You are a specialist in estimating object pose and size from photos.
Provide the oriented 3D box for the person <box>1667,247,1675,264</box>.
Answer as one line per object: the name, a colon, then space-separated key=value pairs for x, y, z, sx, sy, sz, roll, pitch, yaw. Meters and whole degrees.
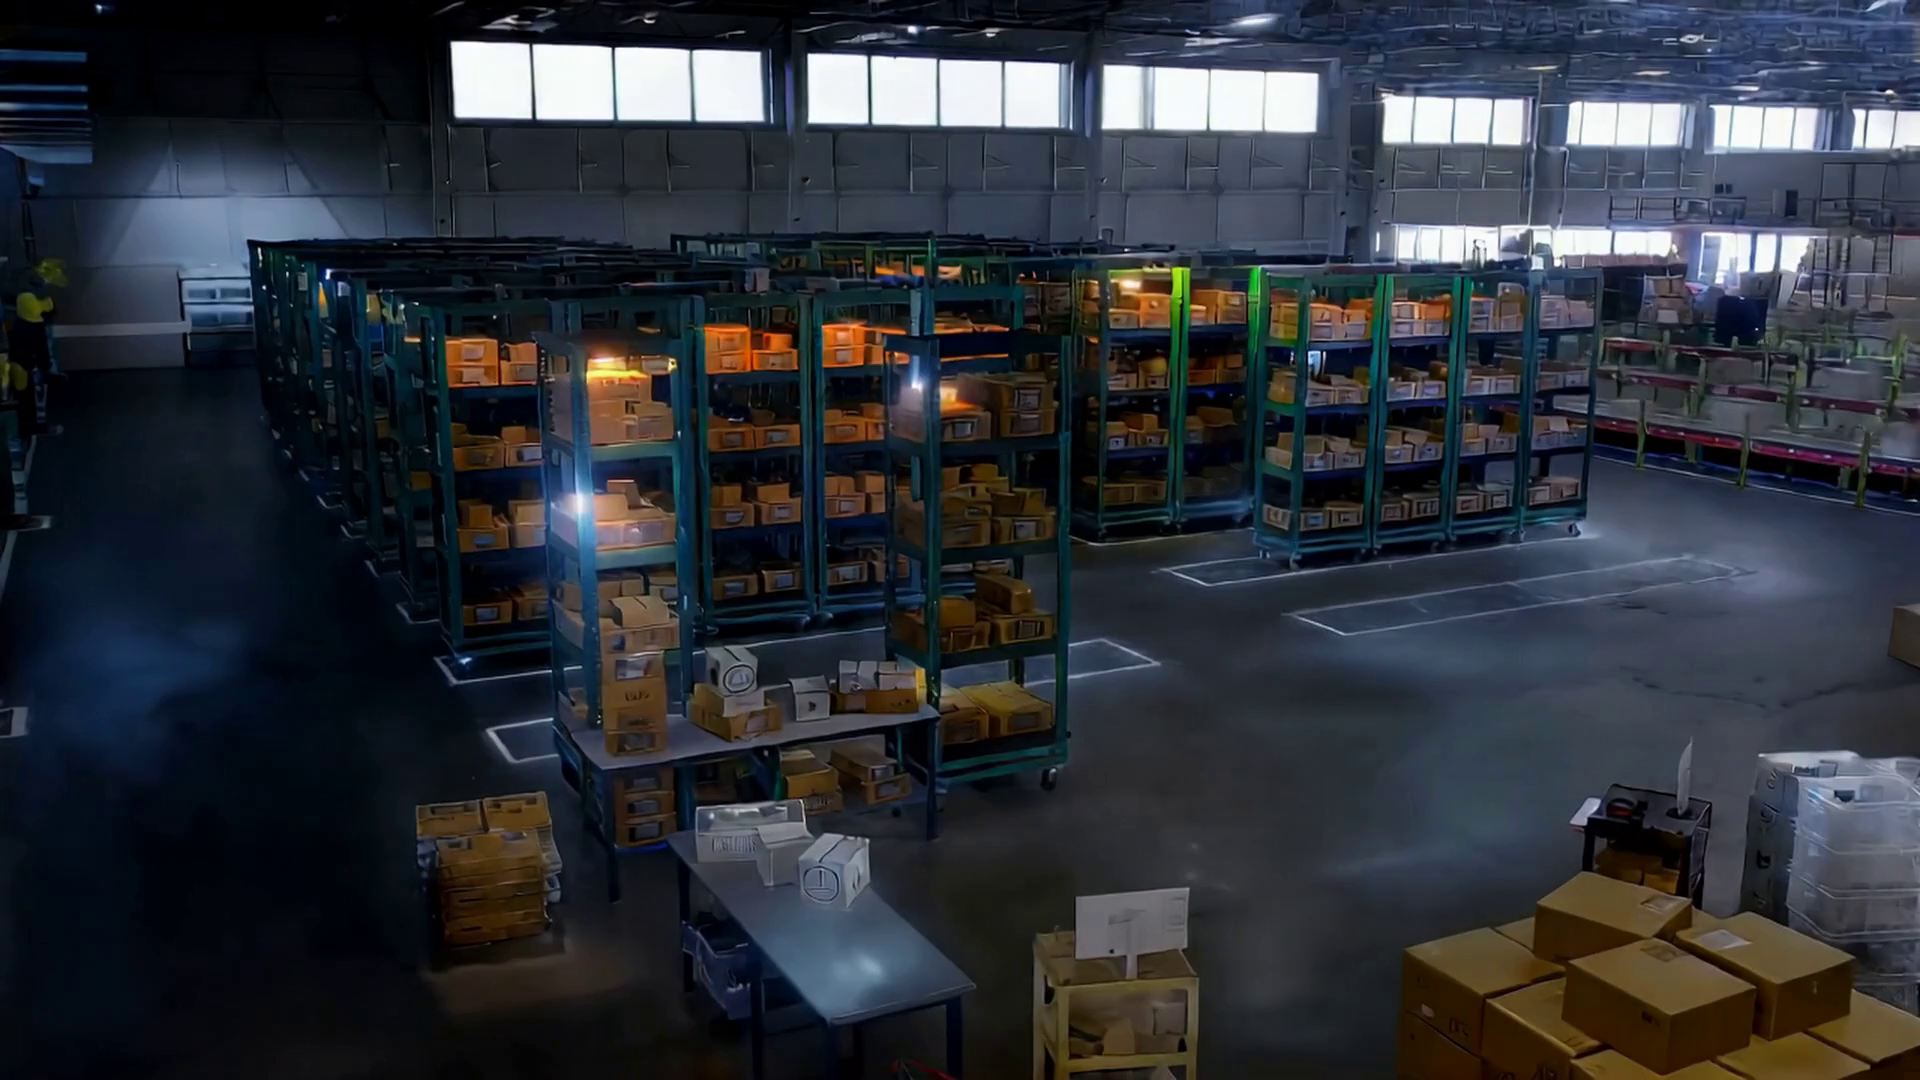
person: x=32.998 y=-12.677 z=77.239 sx=0.361 sy=1.856 sz=0.651 roll=0 pitch=12 yaw=2

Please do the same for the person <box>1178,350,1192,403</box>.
person: x=4.879 y=-3.874 z=35.961 sx=0.669 sy=1.887 sz=0.418 roll=-4 pitch=13 yaw=-17

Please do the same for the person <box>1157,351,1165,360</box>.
person: x=4.883 y=-4.453 z=38.932 sx=0.588 sy=1.771 sz=0.963 roll=1 pitch=12 yaw=3

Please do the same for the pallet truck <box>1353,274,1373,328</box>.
pallet truck: x=13.011 y=-8.050 z=55.243 sx=0.823 sy=1.965 sz=1.885 roll=-7 pitch=14 yaw=-28
